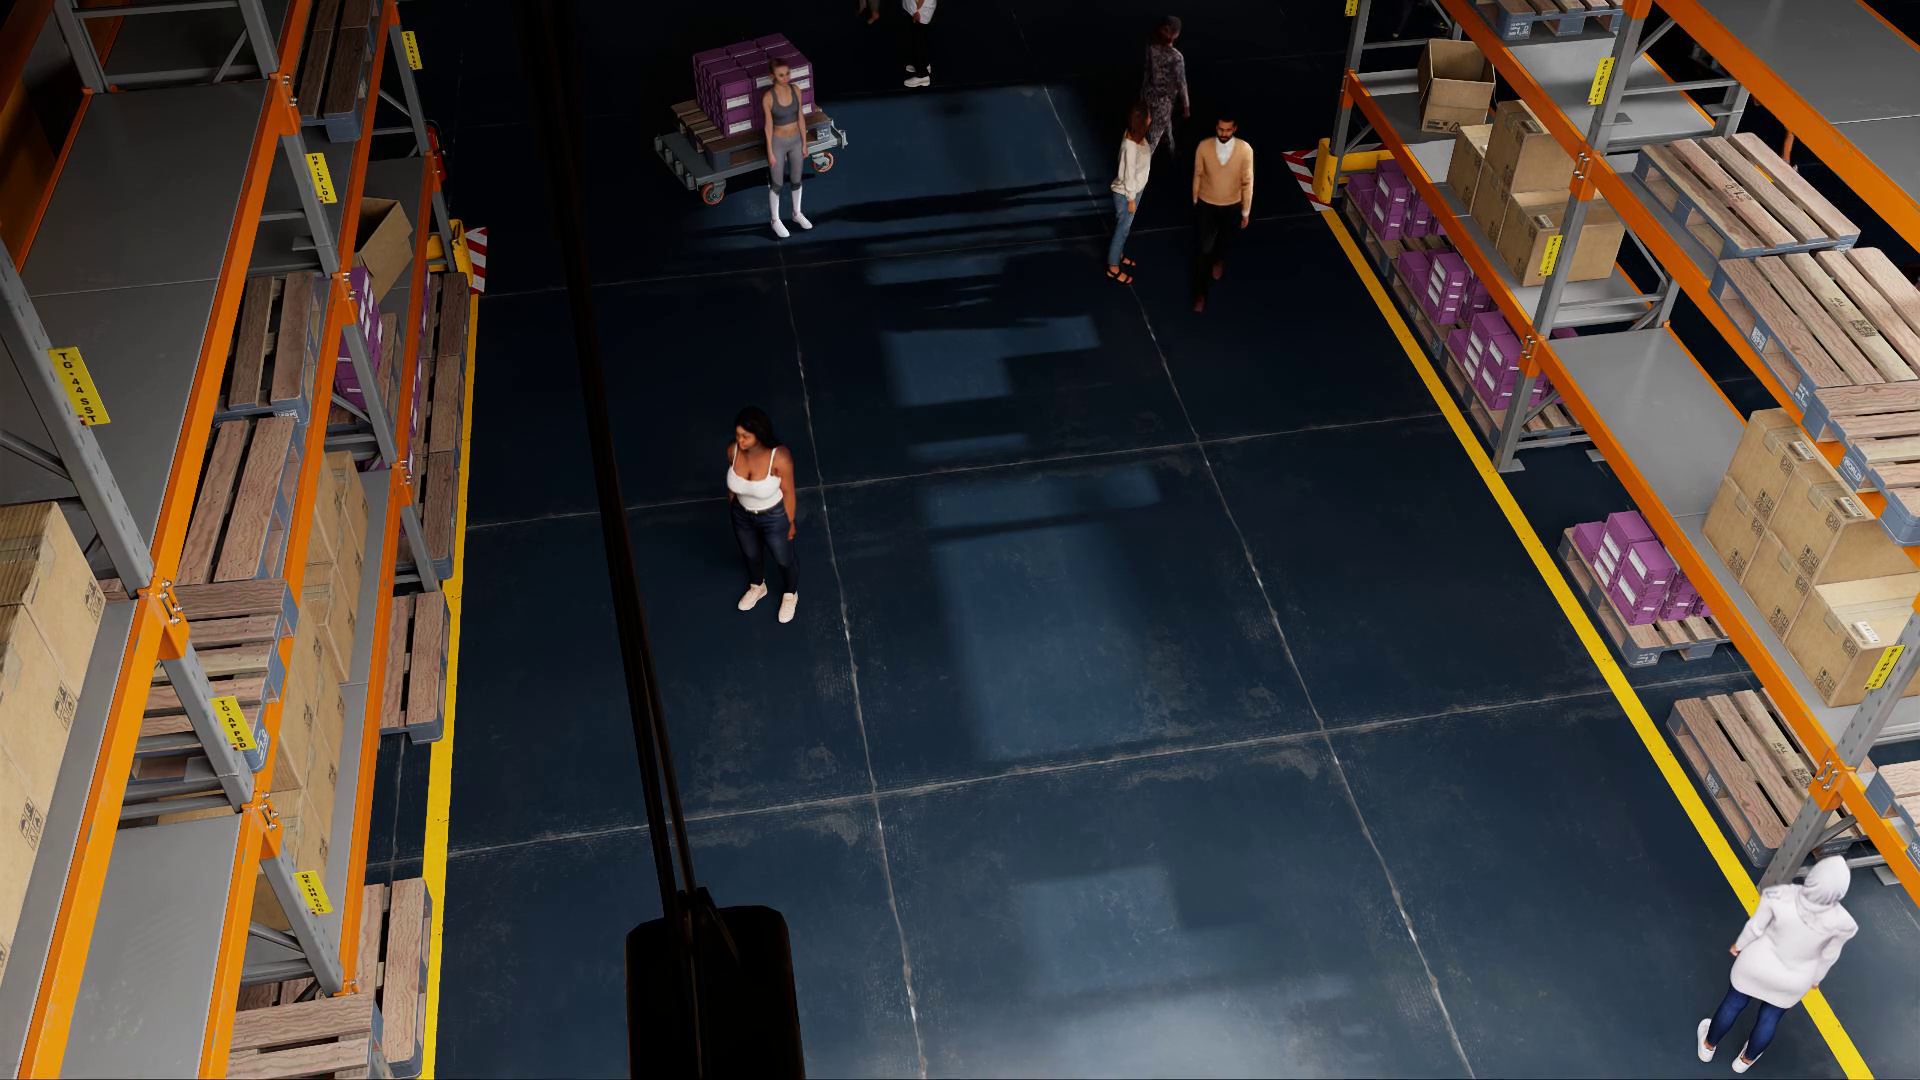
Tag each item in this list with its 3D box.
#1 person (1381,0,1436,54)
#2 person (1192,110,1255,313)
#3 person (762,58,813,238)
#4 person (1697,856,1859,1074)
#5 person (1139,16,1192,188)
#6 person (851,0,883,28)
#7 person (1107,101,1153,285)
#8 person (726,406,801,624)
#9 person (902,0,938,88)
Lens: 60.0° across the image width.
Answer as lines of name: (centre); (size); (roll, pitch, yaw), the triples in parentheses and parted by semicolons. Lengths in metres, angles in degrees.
person: (4.791, -5.981, 17.374); (1.044, 1.711, 1.149); (-26, 49, -25)
person: (2.221, -2.879, 14.116); (0.925, 1.713, 1.237); (7, 44, 7)
person: (-1.556, -3.500, 14.777); (0.613, 1.701, 0.615); (-25, 49, -24)
person: (4.275, 2.232, 8.706); (0.686, 1.776, 0.728); (22, 48, 21)
person: (1.771, -3.973, 15.289); (0.979, 1.679, 1.082); (-28, 50, -26)
person: (-0.929, -6.228, 17.668); (0.788, 1.664, 0.672); (9, 44, 9)
person: (1.430, -2.995, 14.265); (0.740, 1.676, 0.600); (7, 44, 7)
person: (-1.324, -0.187, 11.222); (0.747, 1.808, 0.771); (15, 46, 15)
person: (-0.436, -5.439, 16.824); (0.778, 1.686, 0.629); (3, 44, 4)
